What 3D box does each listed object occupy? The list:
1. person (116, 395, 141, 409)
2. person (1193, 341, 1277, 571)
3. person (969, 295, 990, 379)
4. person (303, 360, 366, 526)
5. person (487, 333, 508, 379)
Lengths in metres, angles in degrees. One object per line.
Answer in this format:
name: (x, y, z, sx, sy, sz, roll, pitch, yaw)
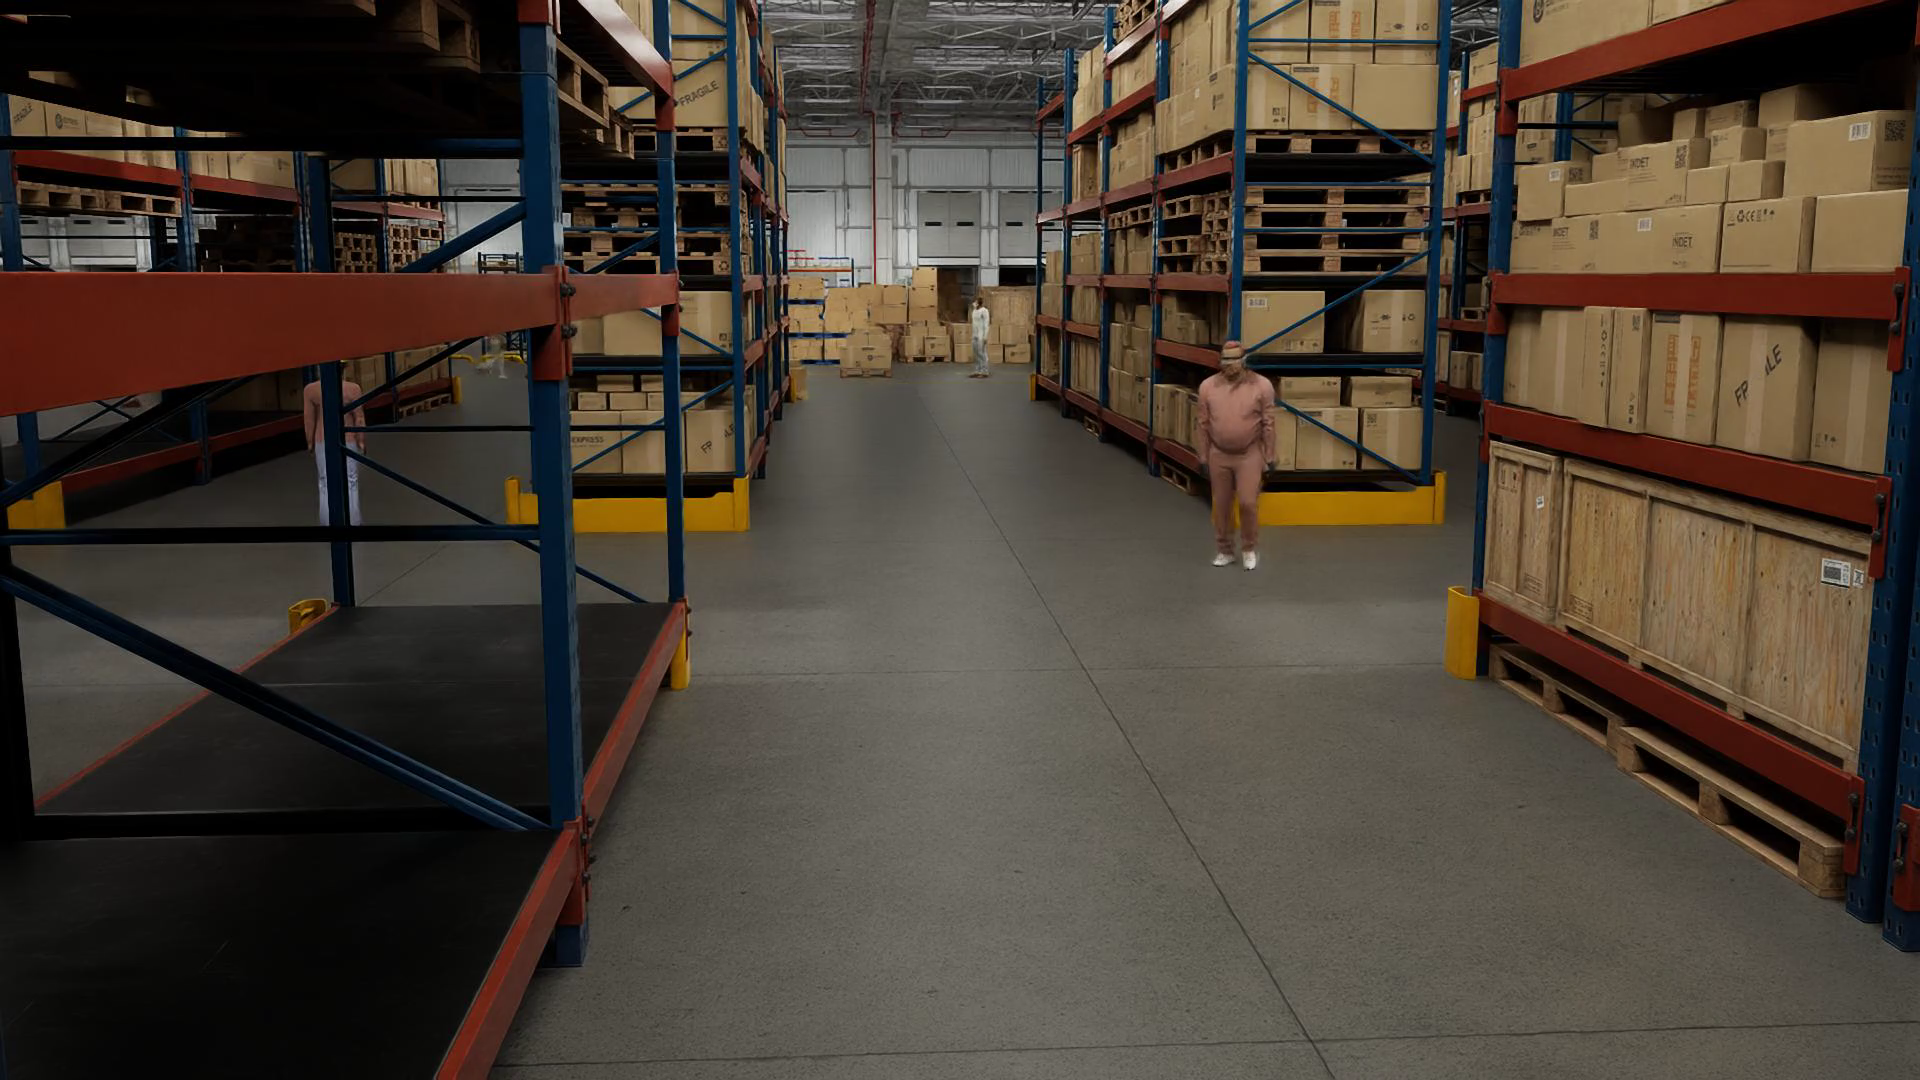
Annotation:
person: (-15.172, -3.326, 30.008, 0.639, 1.914, 0.742, 7, 11, 37)
person: (2.241, -0.686, 13.578, 0.682, 1.877, 0.526, 4, 10, 22)
person: (0.459, -4.721, 38.726, 0.353, 1.936, 0.635, -5, 10, -28)
person: (-5.681, -0.880, 15.157, 0.533, 1.763, 0.326, -1, 9, -7)
person: (-10.711, -4.535, 38.528, 0.398, 1.623, 0.533, -6, 11, -32)
